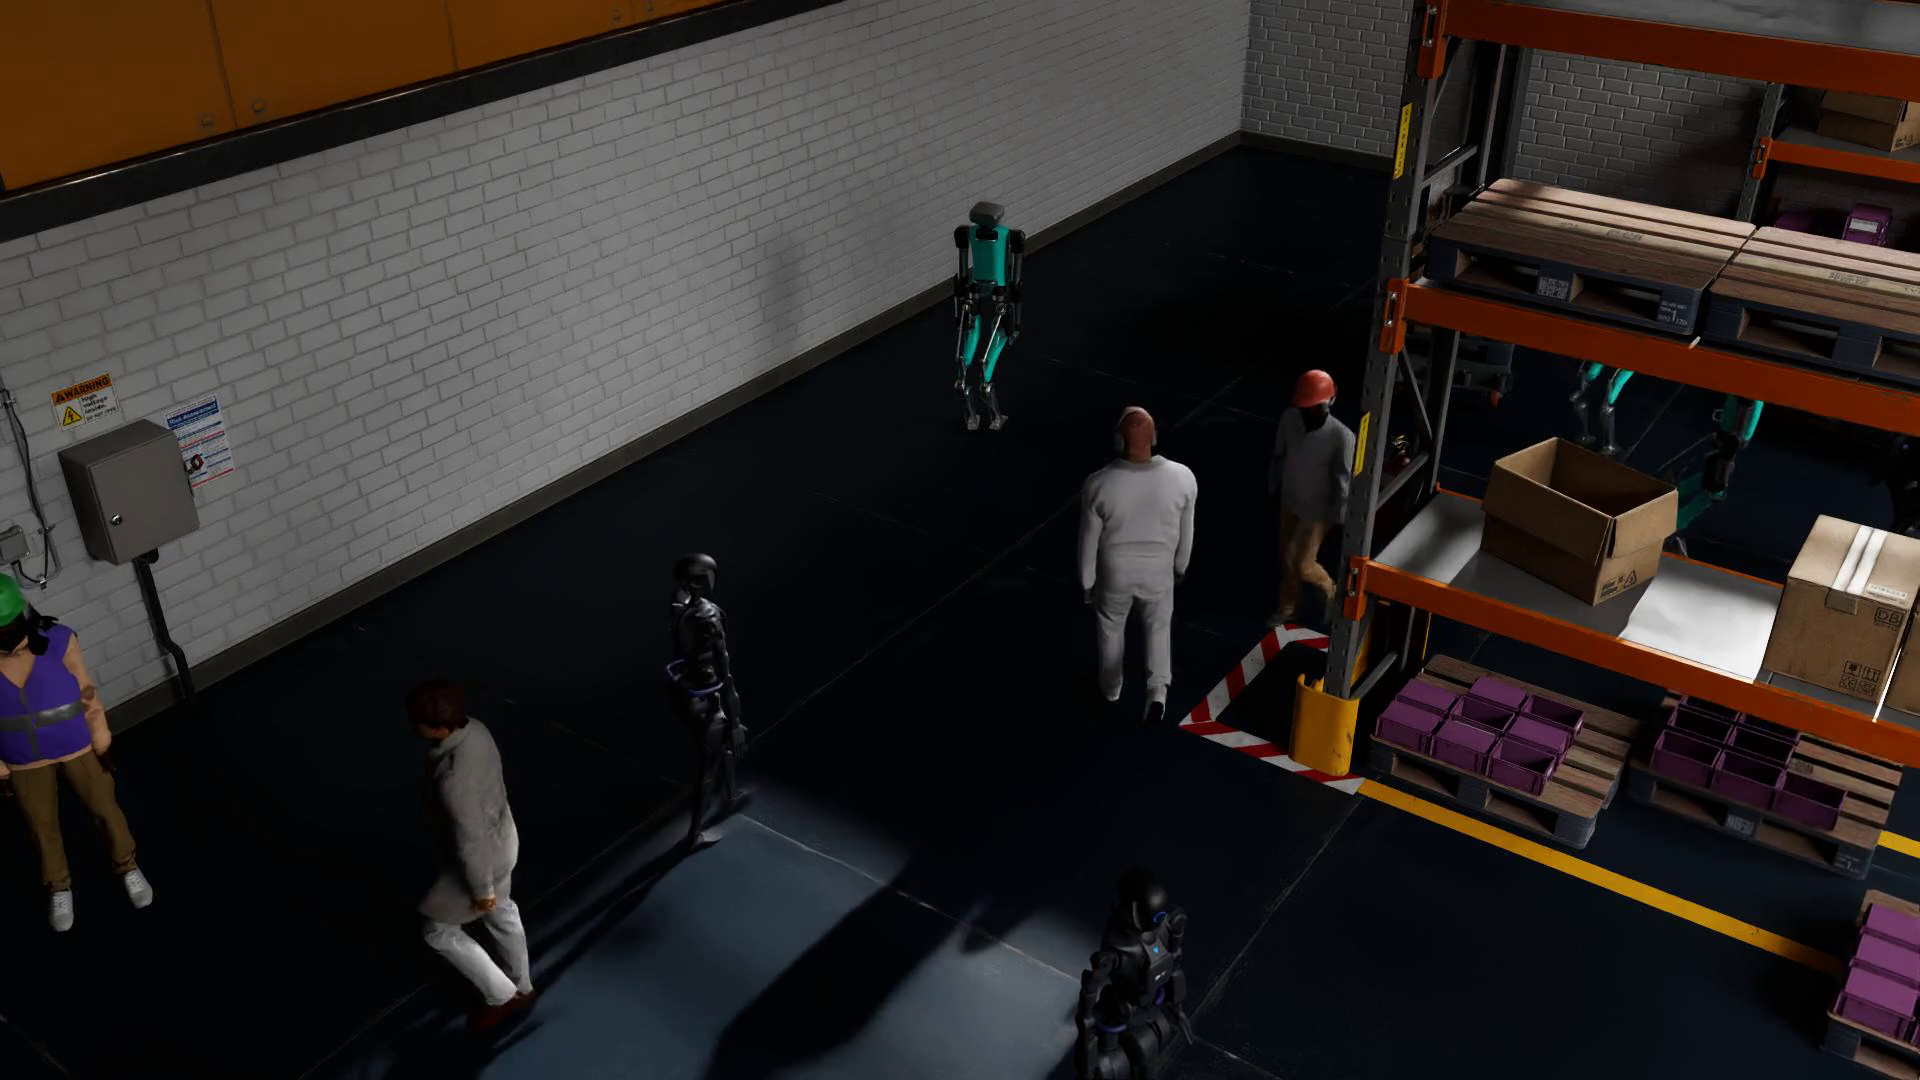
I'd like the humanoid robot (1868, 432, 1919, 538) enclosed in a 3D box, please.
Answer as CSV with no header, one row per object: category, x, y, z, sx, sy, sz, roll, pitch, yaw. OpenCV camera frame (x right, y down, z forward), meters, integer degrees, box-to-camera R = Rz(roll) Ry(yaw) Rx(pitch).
humanoid robot,5.890,-0.376,10.315,0.759,1.625,0.603,-1,30,-1

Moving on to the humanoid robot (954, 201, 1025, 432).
humanoid robot,0.153,-1.574,12.211,0.534,1.711,0.701,9,31,15

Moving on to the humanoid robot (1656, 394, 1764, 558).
humanoid robot,4.597,-0.471,10.418,0.698,1.827,0.556,15,33,24

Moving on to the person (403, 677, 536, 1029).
person,-2.119,1.355,7.148,0.429,1.817,0.507,-1,30,-1

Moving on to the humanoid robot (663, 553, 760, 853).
humanoid robot,-1.232,0.779,8.280,0.571,1.643,0.601,-20,36,-31

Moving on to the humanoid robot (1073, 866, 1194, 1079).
humanoid robot,0.642,1.889,6.349,0.613,1.652,0.307,-24,38,-35

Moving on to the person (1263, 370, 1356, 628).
person,2.071,-0.227,9.960,0.403,1.739,0.578,-19,35,-30

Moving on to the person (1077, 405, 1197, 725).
person,0.953,0.187,9.096,0.647,1.885,0.710,-1,30,-1

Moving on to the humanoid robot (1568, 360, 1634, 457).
humanoid robot,4.706,-1.391,11.970,0.673,1.788,0.534,-20,36,-31

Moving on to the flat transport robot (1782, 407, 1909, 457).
flat transport robot,7.048,-0.842,12.500,0.659,0.231,1.431,-22,37,-33

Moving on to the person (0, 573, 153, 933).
person,-4.227,0.963,7.720,0.534,1.923,0.444,-14,33,-23
